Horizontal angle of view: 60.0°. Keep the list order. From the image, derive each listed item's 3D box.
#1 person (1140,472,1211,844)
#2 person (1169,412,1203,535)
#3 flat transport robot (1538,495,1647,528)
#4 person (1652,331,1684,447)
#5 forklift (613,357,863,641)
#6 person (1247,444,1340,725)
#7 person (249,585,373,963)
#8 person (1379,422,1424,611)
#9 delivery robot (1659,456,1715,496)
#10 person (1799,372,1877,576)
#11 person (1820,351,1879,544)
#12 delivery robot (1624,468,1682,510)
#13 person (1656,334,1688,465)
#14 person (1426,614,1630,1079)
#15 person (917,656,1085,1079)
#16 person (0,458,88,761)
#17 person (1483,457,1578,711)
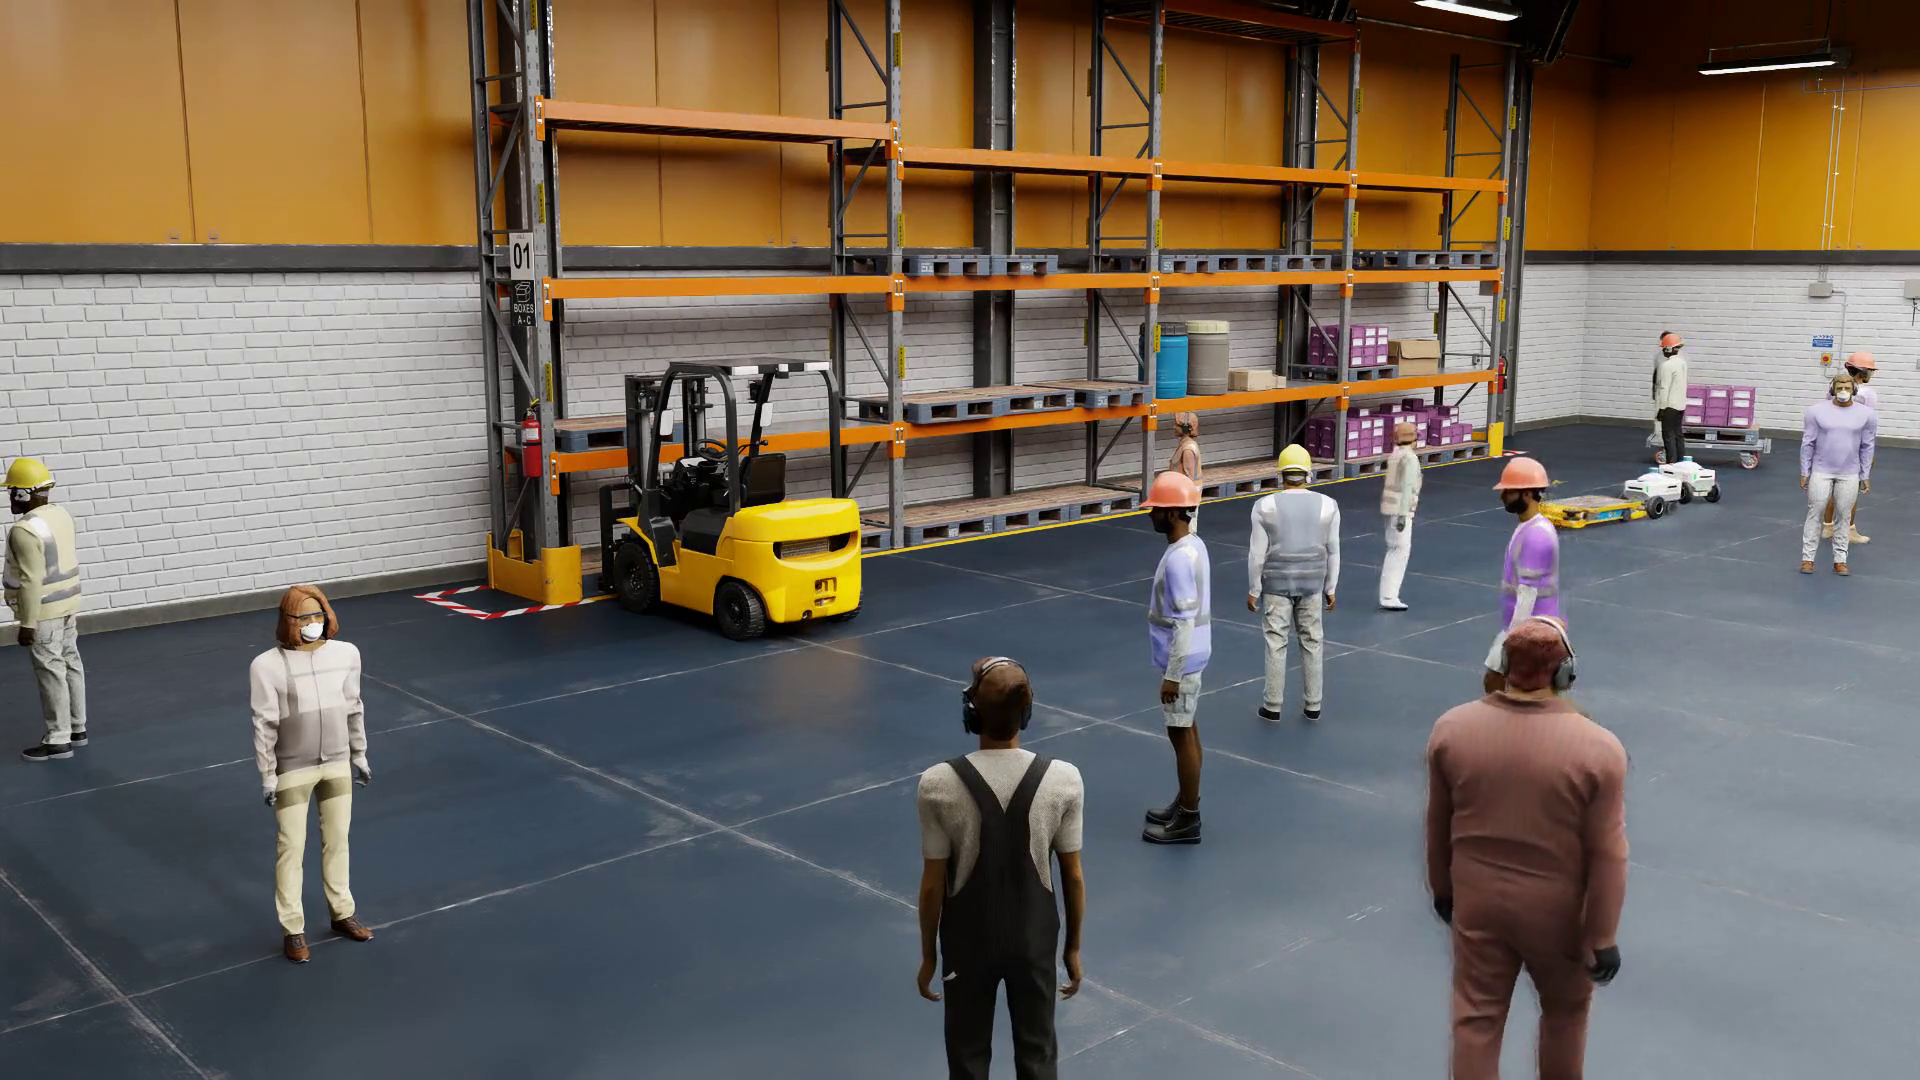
[{"bbox_3d":[1.106,0.610,8.610,0.379,1.937,0.548,2,10,13],"label":"person"},{"bbox_3d":[2.042,-0.345,15.068,0.309,1.641,0.512,1,10,6],"label":"person"},{"bbox_3d":[7.162,-0.337,19.026,1.431,0.197,0.652,-7,12,-35],"label":"flat transport robot"},{"bbox_3d":[11.326,-2.420,26.588,0.521,1.856,0.677,9,13,42],"label":"person"},{"bbox_3d":[-1.847,-0.414,13.852,1.214,2.155,2.313,-9,13,-42],"label":"forklift"},{"bbox_3d":[2.152,0.292,10.785,0.599,1.827,0.403,-1,10,-3],"label":"person"},{"bbox_3d":[-2.810,0.996,7.240,0.280,1.633,0.500,8,13,41],"label":"person"},{"bbox_3d":[3.794,-0.208,14.357,0.400,1.605,0.621,-1,10,-4],"label":"person"},{"bbox_3d":[9.011,-0.799,20.625,0.477,0.478,0.707,-2,10,-15],"label":"delivery robot"},{"bbox_3d":[8.343,-0.628,15.850,0.627,1.941,0.371,4,10,21],"label":"person"},{"bbox_3d":[9.444,-0.978,17.604,0.394,2.039,0.614,-3,10,-17],"label":"person"},{"bbox_3d":[8.125,-0.605,19.490,0.707,0.478,0.477,-6,12,-33],"label":"delivery robot"},{"bbox_3d":[9.742,-1.834,22.815,0.428,1.981,0.637,9,13,43],"label":"person"},{"bbox_3d":[1.899,1.164,5.508,0.673,1.881,0.785,7,12,35],"label":"person"},{"bbox_3d":[0.124,1.255,5.098,0.514,1.846,0.336,-1,10,-6],"label":"person"},{"bbox_3d":[-5.549,0.414,10.062,0.404,1.834,0.591,-1,10,-4],"label":"person"},{"bbox_3d":[3.332,0.475,9.517,0.910,1.909,0.542,1,10,9],"label":"person"}]
